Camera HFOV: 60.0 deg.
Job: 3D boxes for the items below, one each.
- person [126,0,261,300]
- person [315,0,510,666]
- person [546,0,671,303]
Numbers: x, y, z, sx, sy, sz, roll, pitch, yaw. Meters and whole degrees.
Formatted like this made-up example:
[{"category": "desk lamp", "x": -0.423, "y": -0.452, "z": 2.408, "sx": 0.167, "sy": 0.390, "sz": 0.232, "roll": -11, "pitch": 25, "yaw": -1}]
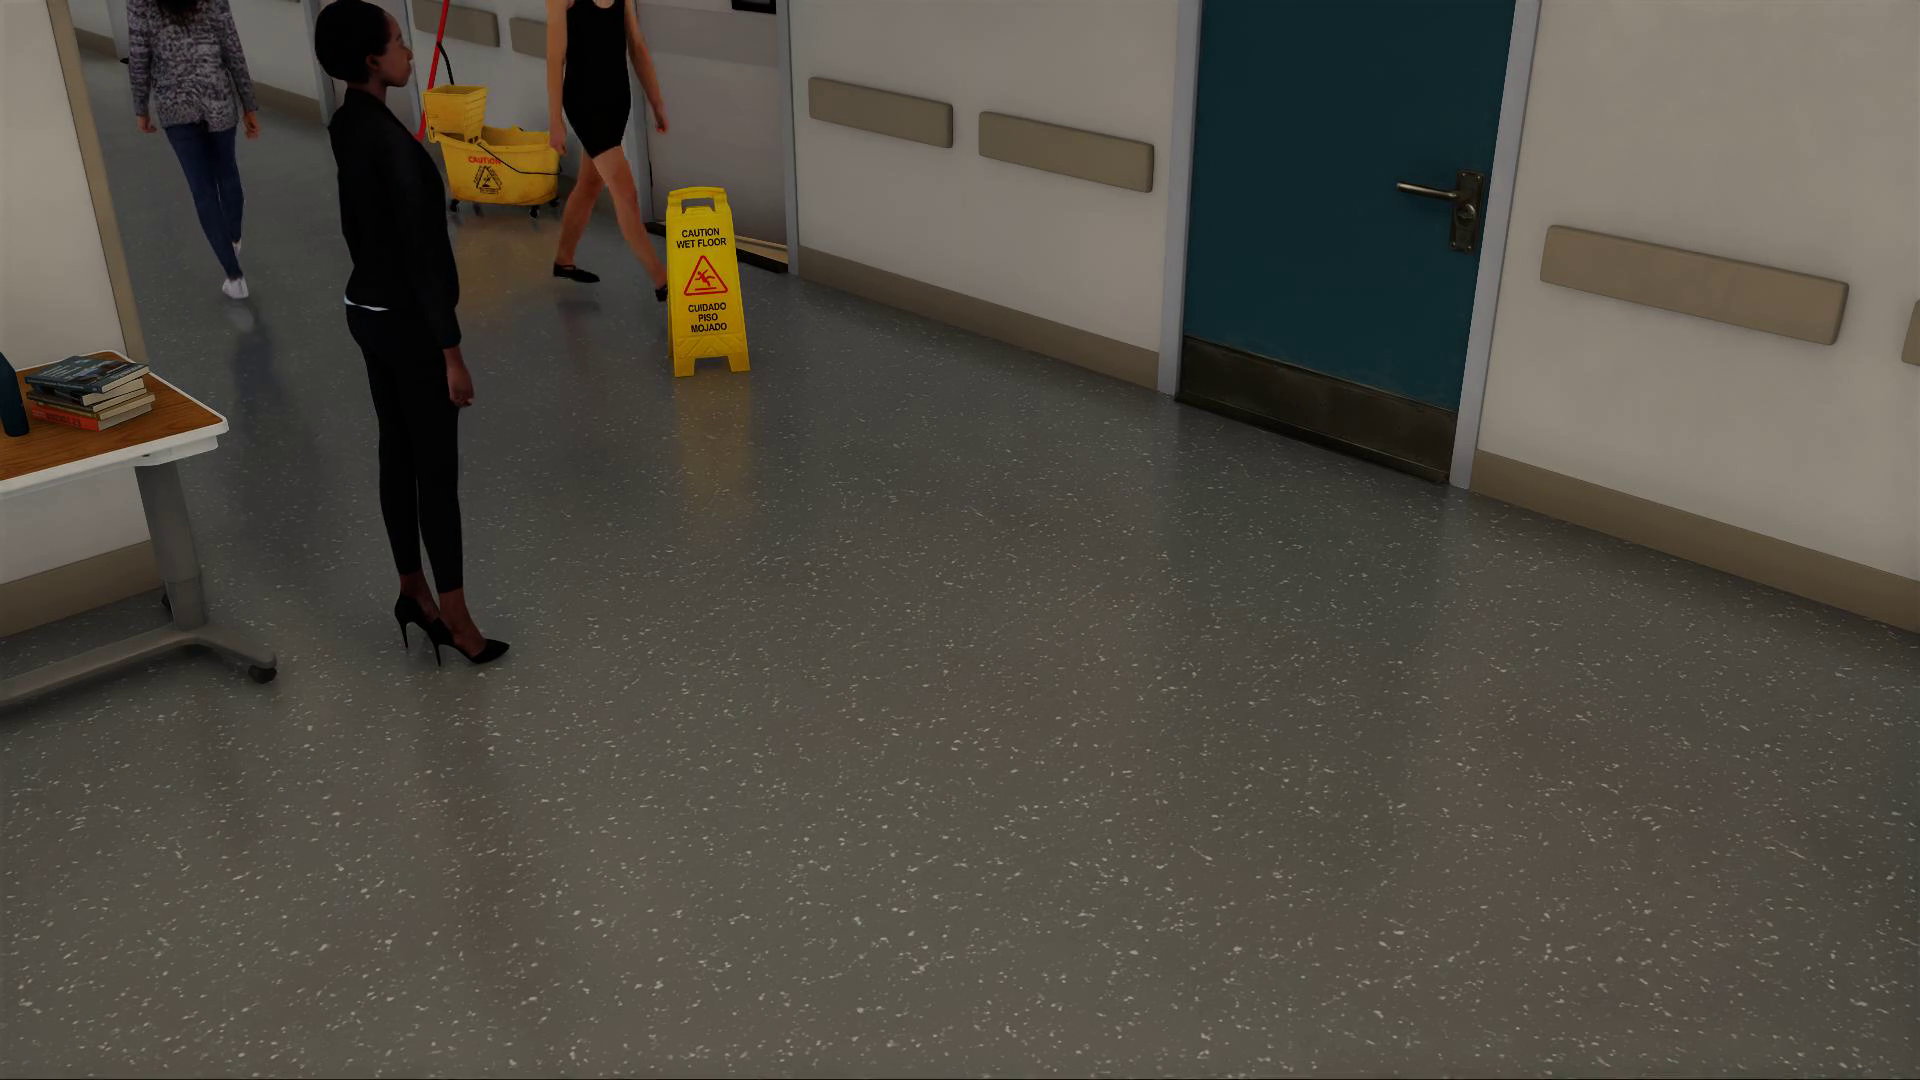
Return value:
[{"category": "person", "x": -3.482, "y": -1.939, "z": 7.631, "sx": 0.753, "sy": 1.691, "sz": 1.146, "roll": -17, "pitch": 31, "yaw": -32}, {"category": "person", "x": -1.508, "y": -0.521, "z": 4.525, "sx": 0.673, "sy": 1.834, "sz": 0.481, "roll": -20, "pitch": 32, "yaw": -35}, {"category": "person", "x": -1.714, "y": -1.966, "z": 7.604, "sx": 1.223, "sy": 1.762, "sz": 0.905, "roll": 13, "pitch": 29, "yaw": 25}]
